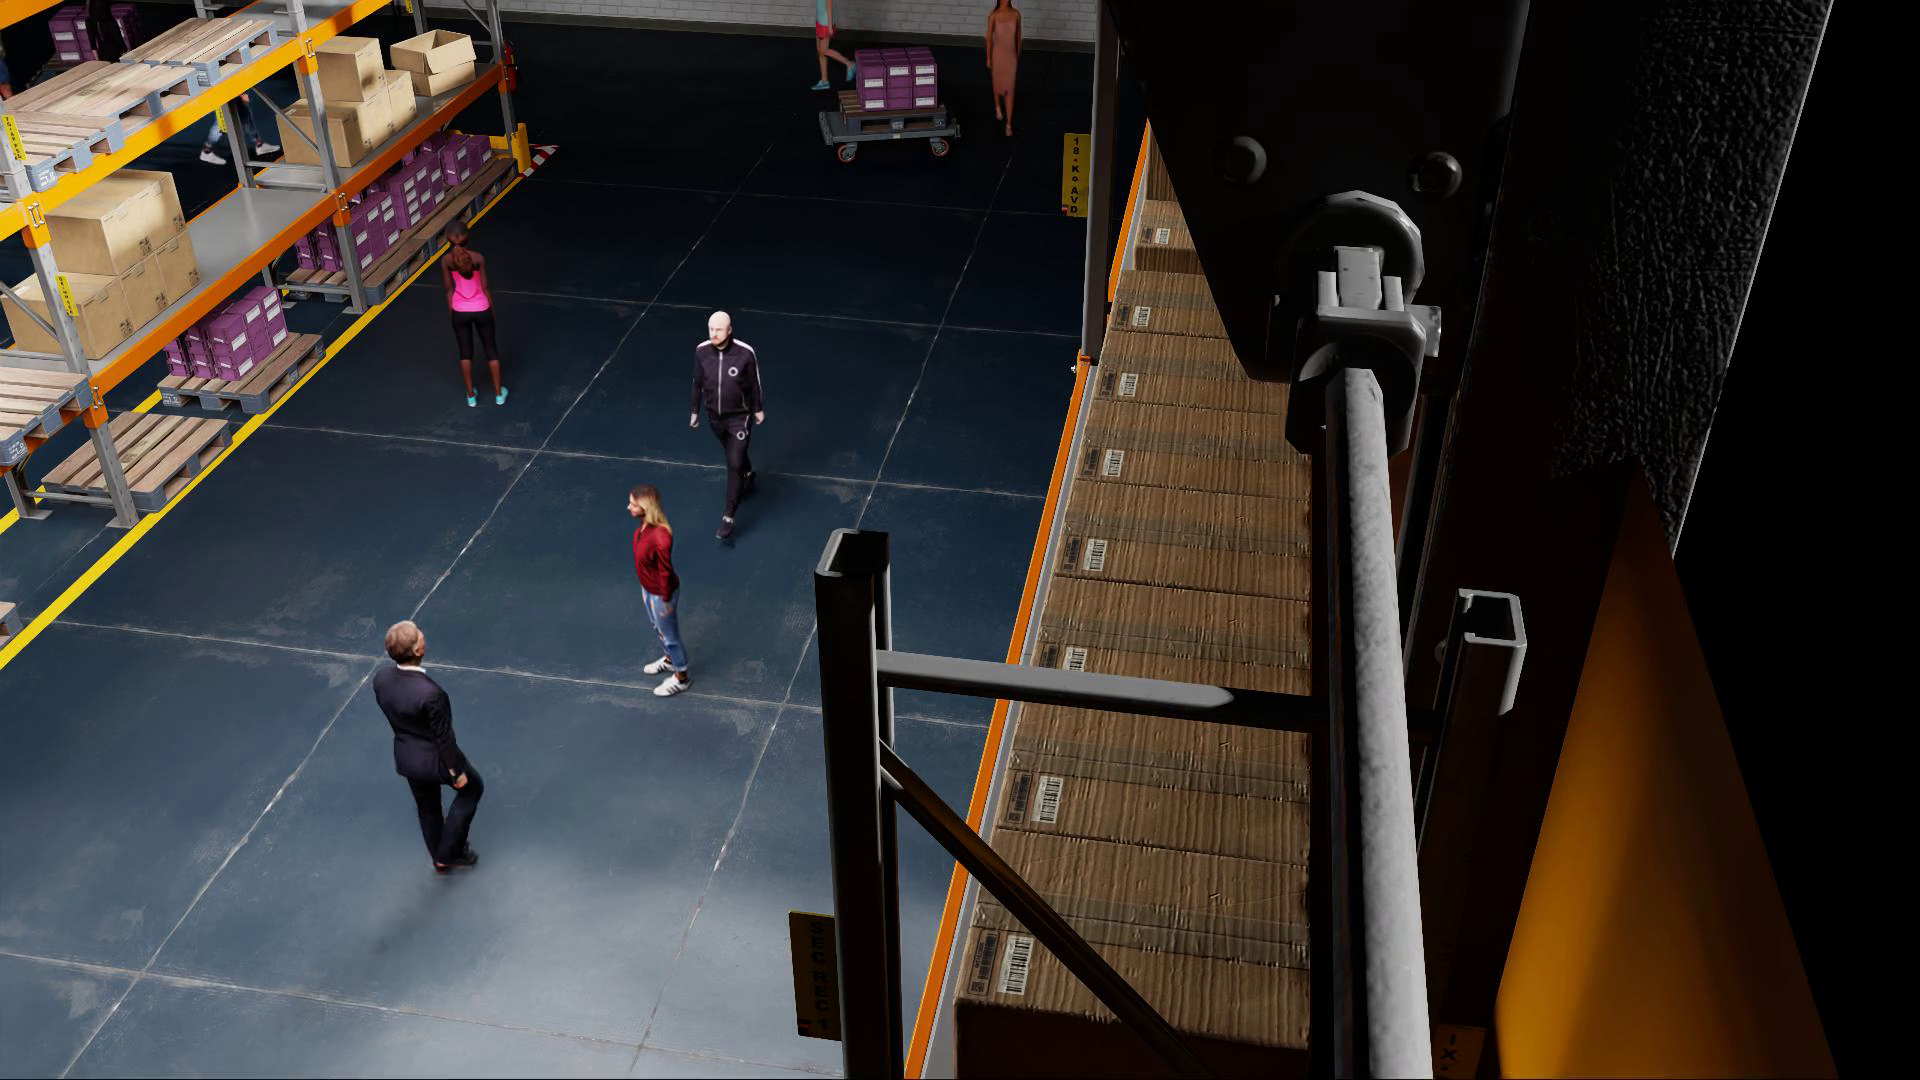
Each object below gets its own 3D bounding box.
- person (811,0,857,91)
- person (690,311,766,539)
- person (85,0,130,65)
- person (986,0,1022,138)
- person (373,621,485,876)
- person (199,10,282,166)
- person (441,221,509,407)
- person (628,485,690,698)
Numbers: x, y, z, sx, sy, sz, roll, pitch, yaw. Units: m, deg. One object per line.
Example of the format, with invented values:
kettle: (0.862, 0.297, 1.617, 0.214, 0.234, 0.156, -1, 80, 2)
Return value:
person: (-1.706, -6.843, 22.018, 0.912, 1.754, 0.929, -12, 35, -17)
person: (-1.795, -1.010, 13.220, 0.780, 1.779, 1.256, 9, 35, 13)
person: (-10.374, -5.791, 20.390, 0.611, 1.804, 0.485, 7, 34, 11)
person: (0.528, -6.002, 20.725, 0.829, 1.785, 1.203, -4, 34, -6)
person: (-3.169, 1.285, 9.741, 0.795, 1.808, 0.759, 17, 37, 23)
person: (-8.805, -5.322, 19.714, 1.166, 1.771, 1.216, -14, 36, -21)
person: (-4.335, -2.003, 14.769, 0.603, 1.717, 0.616, -3, 34, -5)
person: (-2.047, 0.324, 11.345, 0.727, 1.632, 0.641, -16, 37, -23)
